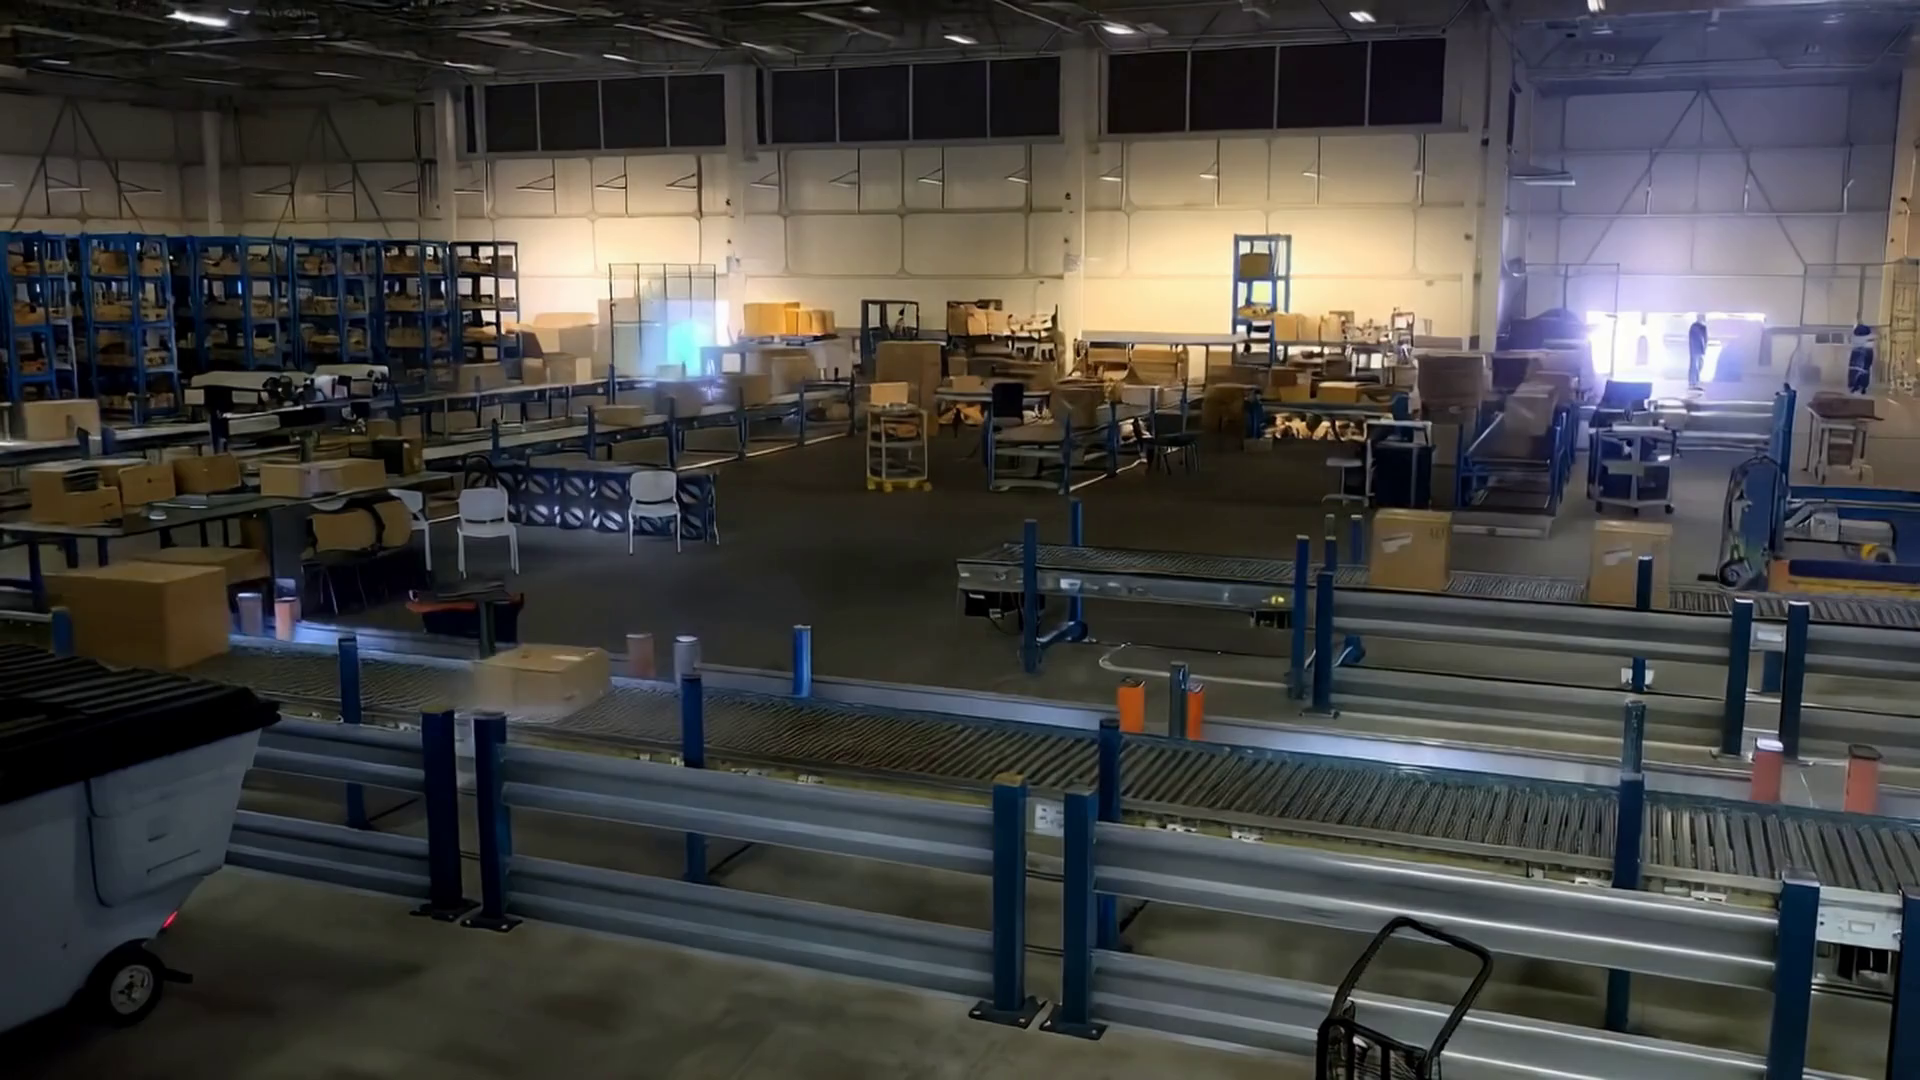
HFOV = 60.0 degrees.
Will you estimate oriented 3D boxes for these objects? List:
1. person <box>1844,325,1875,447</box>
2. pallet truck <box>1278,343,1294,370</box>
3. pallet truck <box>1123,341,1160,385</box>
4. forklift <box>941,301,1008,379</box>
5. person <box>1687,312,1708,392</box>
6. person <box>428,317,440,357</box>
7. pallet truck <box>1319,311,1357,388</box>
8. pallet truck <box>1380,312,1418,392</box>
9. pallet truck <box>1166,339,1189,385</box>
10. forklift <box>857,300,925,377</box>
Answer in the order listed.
[{"bbox_3d":[15.071,-2.588,27.944,0.608,2.048,0.364,-8,12,-39],"label":"person"},{"bbox_3d":[7.886,-4.163,39.743,0.653,1.274,1.630,4,10,22],"label":"pallet truck"},{"bbox_3d":[4.445,-4.380,41.279,0.680,1.201,1.601,4,10,22],"label":"pallet truck"},{"bbox_3d":[0.365,-4.966,41.571,1.157,1.987,2.680,3,10,20],"label":"forklift"},{"bbox_3d":[17.864,-4.541,40.208,0.407,1.908,0.642,0,9,-2],"label":"person"},{"bbox_3d":[-15.200,-5.812,48.090,0.390,1.847,0.562,2,10,10],"label":"person"},{"bbox_3d":[9.071,-4.419,39.190,0.823,1.965,1.885,5,10,26],"label":"pallet truck"},{"bbox_3d":[10.207,-4.283,38.369,0.823,1.965,1.885,3,10,20],"label":"pallet truck"},{"bbox_3d":[5.418,-4.269,40.420,0.704,1.261,1.522,3,10,20],"label":"pallet truck"},{"bbox_3d":[-1.732,-5.109,42.468,1.157,1.987,2.680,4,10,22],"label":"forklift"}]
